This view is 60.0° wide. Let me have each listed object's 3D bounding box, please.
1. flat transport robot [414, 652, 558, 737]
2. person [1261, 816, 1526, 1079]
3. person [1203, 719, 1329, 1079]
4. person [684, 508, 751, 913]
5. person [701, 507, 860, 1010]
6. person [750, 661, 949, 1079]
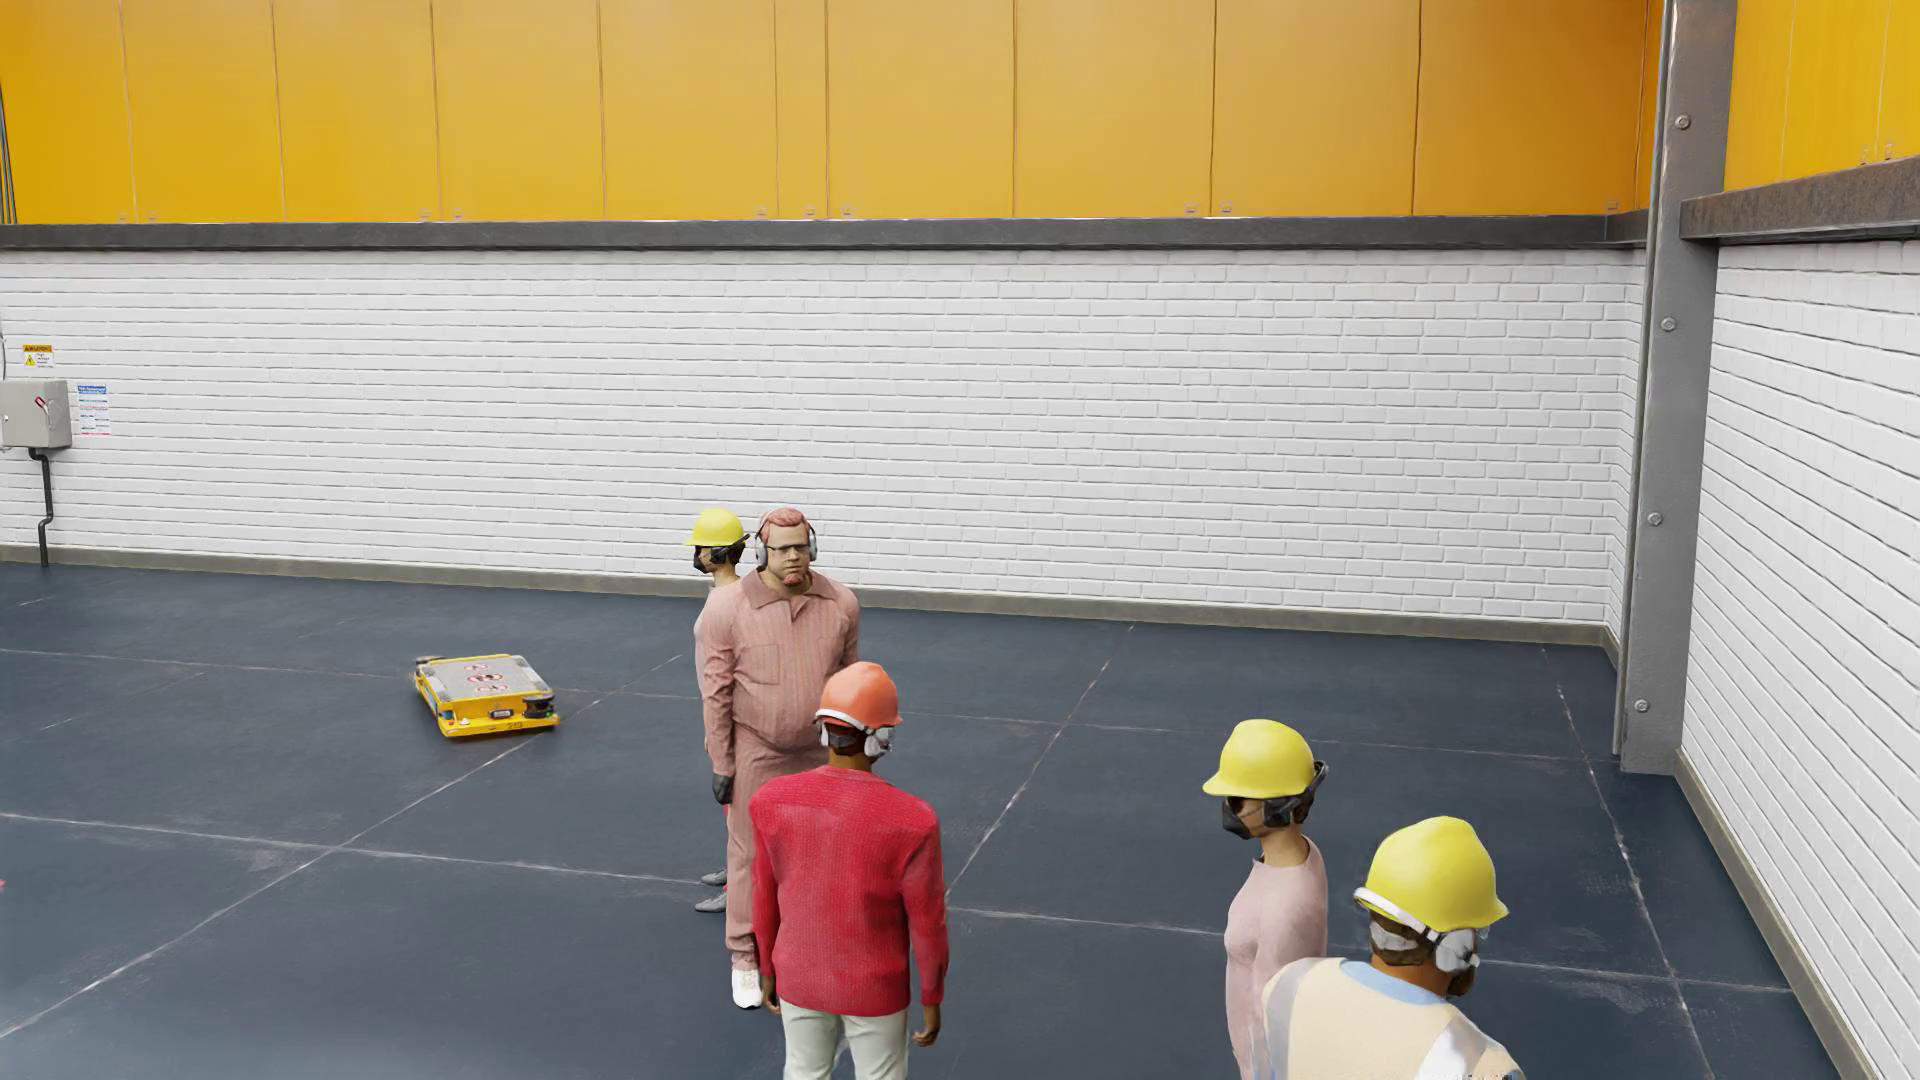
[{"bbox_3d":[-2.999,0.940,10.443,0.652,0.197,1.431,-4,11,-25],"label":"flat transport robot"},{"bbox_3d":[0.816,1.408,3.152,0.433,1.812,0.631,-7,12,-36],"label":"person"},{"bbox_3d":[0.739,1.289,4.009,0.339,1.762,0.525,2,10,13],"label":"person"},{"bbox_3d":[-1.030,0.735,7.255,0.311,1.769,0.522,0,10,-2],"label":"person"},{"bbox_3d":[-0.653,0.817,6.357,0.642,1.909,0.399,-5,11,-26],"label":"person"},{"bbox_3d":[-0.300,1.194,4.624,0.577,1.738,0.354,3,10,18],"label":"person"}]
